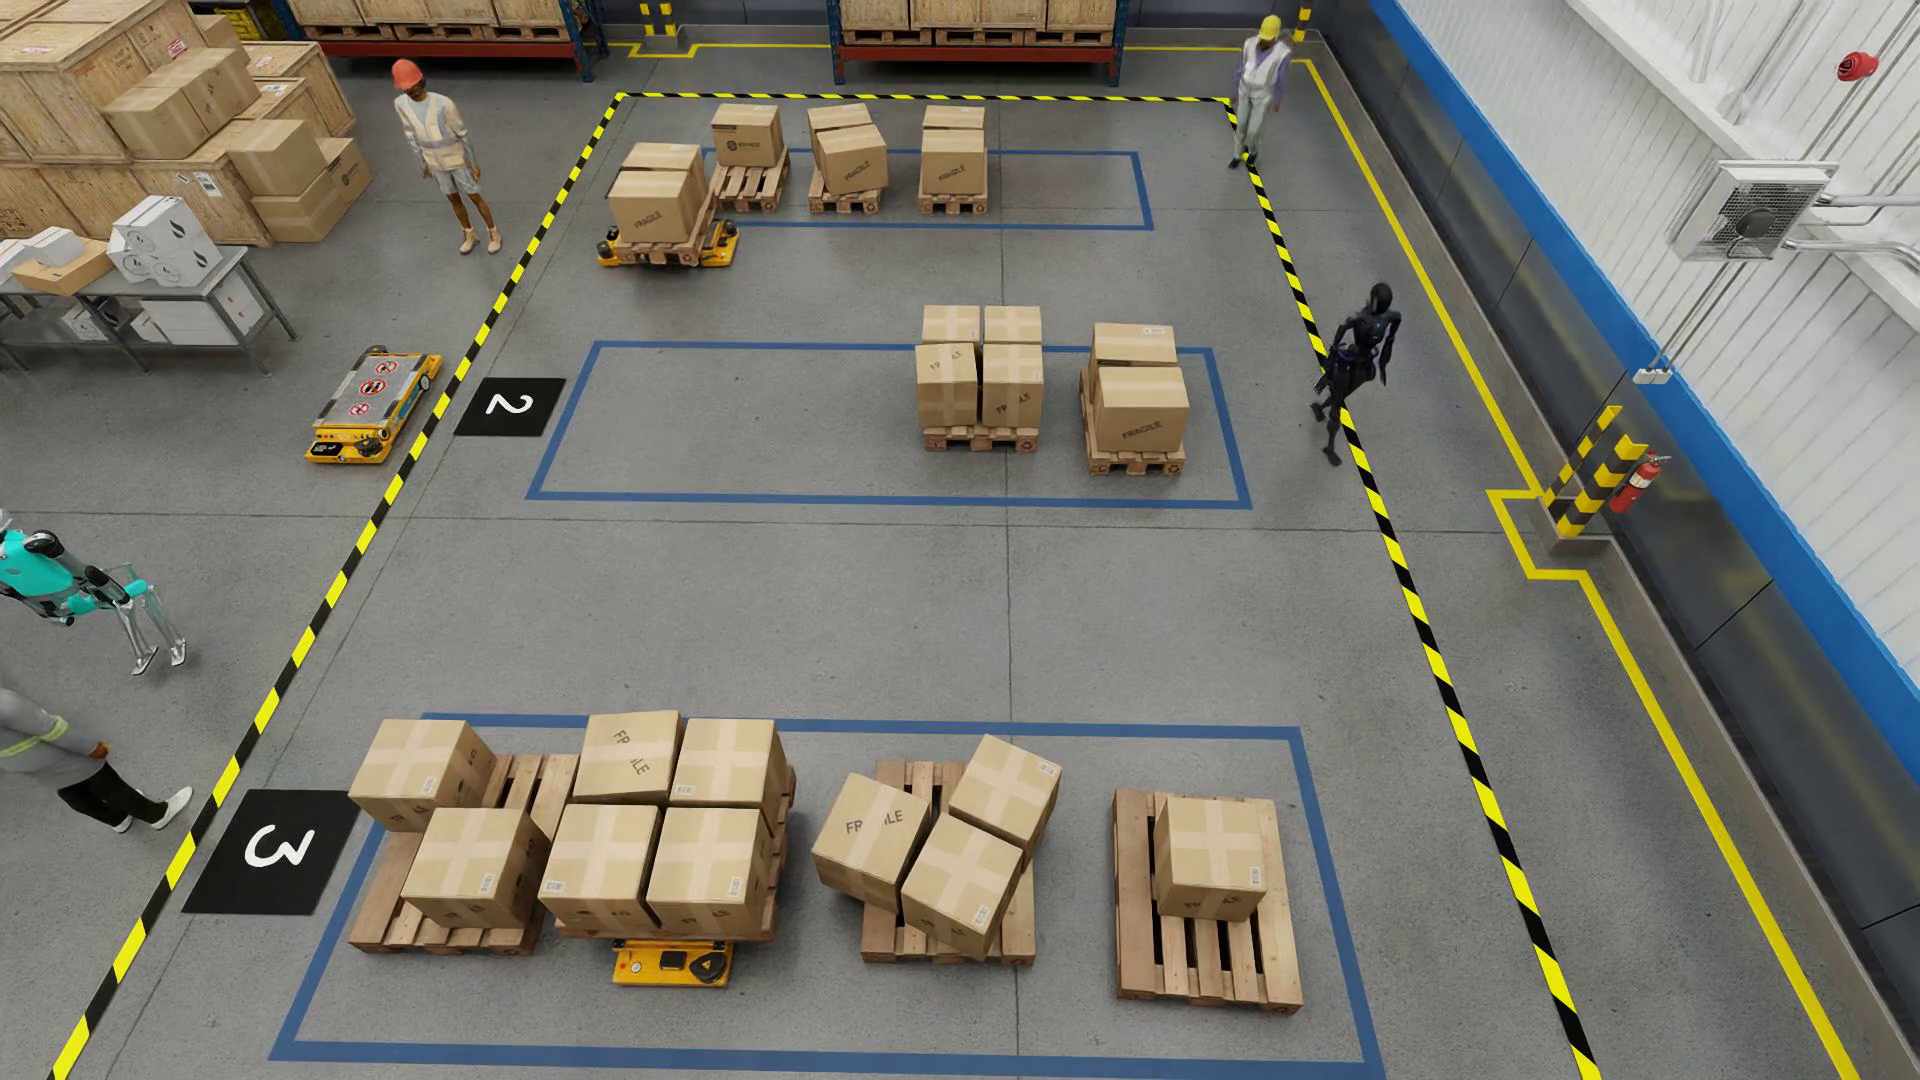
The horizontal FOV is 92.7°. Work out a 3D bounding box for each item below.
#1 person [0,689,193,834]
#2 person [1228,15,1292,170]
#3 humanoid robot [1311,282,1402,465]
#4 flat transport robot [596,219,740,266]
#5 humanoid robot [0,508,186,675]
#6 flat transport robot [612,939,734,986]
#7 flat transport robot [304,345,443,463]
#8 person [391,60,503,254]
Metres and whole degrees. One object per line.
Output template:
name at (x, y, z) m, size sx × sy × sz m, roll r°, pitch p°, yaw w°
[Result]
person at (-5.317, 1.187, 5.328) m, size 0.587 × 1.848 × 0.396 m, roll -1°, pitch 50°, yaw -1°
person at (3.473, -5.237, 10.797) m, size 0.597 × 1.804 × 0.460 m, roll 30°, pitch 56°, yaw 23°
humanoid robot at (3.326, -1.460, 7.721) m, size 0.611 × 1.636 × 0.791 m, roll -8°, pitch 50°, yaw -6°
flat transport robot at (-3.222, -3.306, 10.146) m, size 1.431 × 0.197 × 0.652 m, roll 1°, pitch 50°, yaw 1°
humanoid robot at (-5.811, 0.252, 6.103) m, size 0.533 × 1.677 × 0.735 m, roll -11°, pitch 51°, yaw -10°
flat transport robot at (-1.659, 1.971, 5.681) m, size 0.652 × 0.197 × 1.431 m, roll 1°, pitch 50°, yaw 1°
flat transport robot at (-5.383, -1.269, 8.441) m, size 0.659 × 0.231 × 1.431 m, roll 1°, pitch 50°, yaw 1°
person at (-5.343, -3.929, 9.531) m, size 0.615 × 2.039 × 0.383 m, roll 0°, pitch 50°, yaw 0°
